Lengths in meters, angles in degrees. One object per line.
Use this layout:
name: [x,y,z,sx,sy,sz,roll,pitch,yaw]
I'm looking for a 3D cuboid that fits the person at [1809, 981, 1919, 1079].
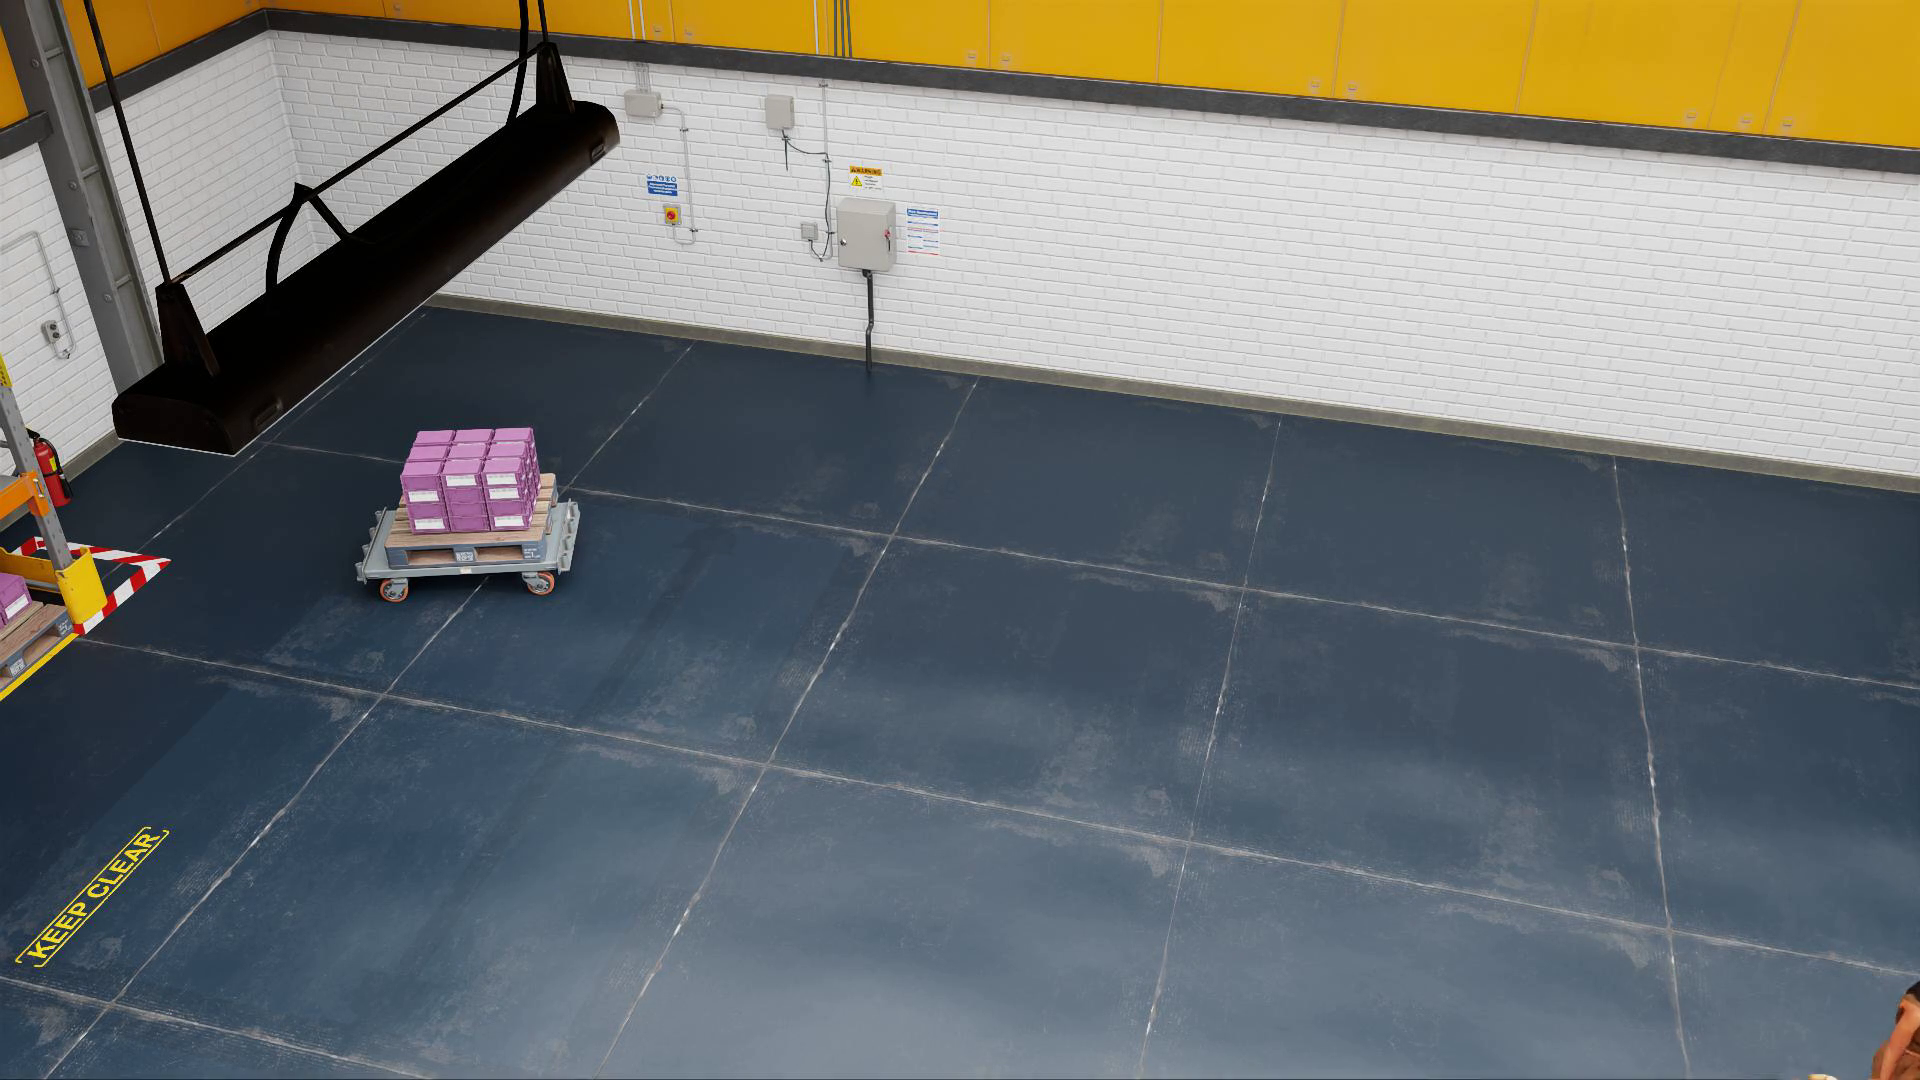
person: [4.766,2.640,8.470,0.878,1.675,0.962,-15,36,-21]
